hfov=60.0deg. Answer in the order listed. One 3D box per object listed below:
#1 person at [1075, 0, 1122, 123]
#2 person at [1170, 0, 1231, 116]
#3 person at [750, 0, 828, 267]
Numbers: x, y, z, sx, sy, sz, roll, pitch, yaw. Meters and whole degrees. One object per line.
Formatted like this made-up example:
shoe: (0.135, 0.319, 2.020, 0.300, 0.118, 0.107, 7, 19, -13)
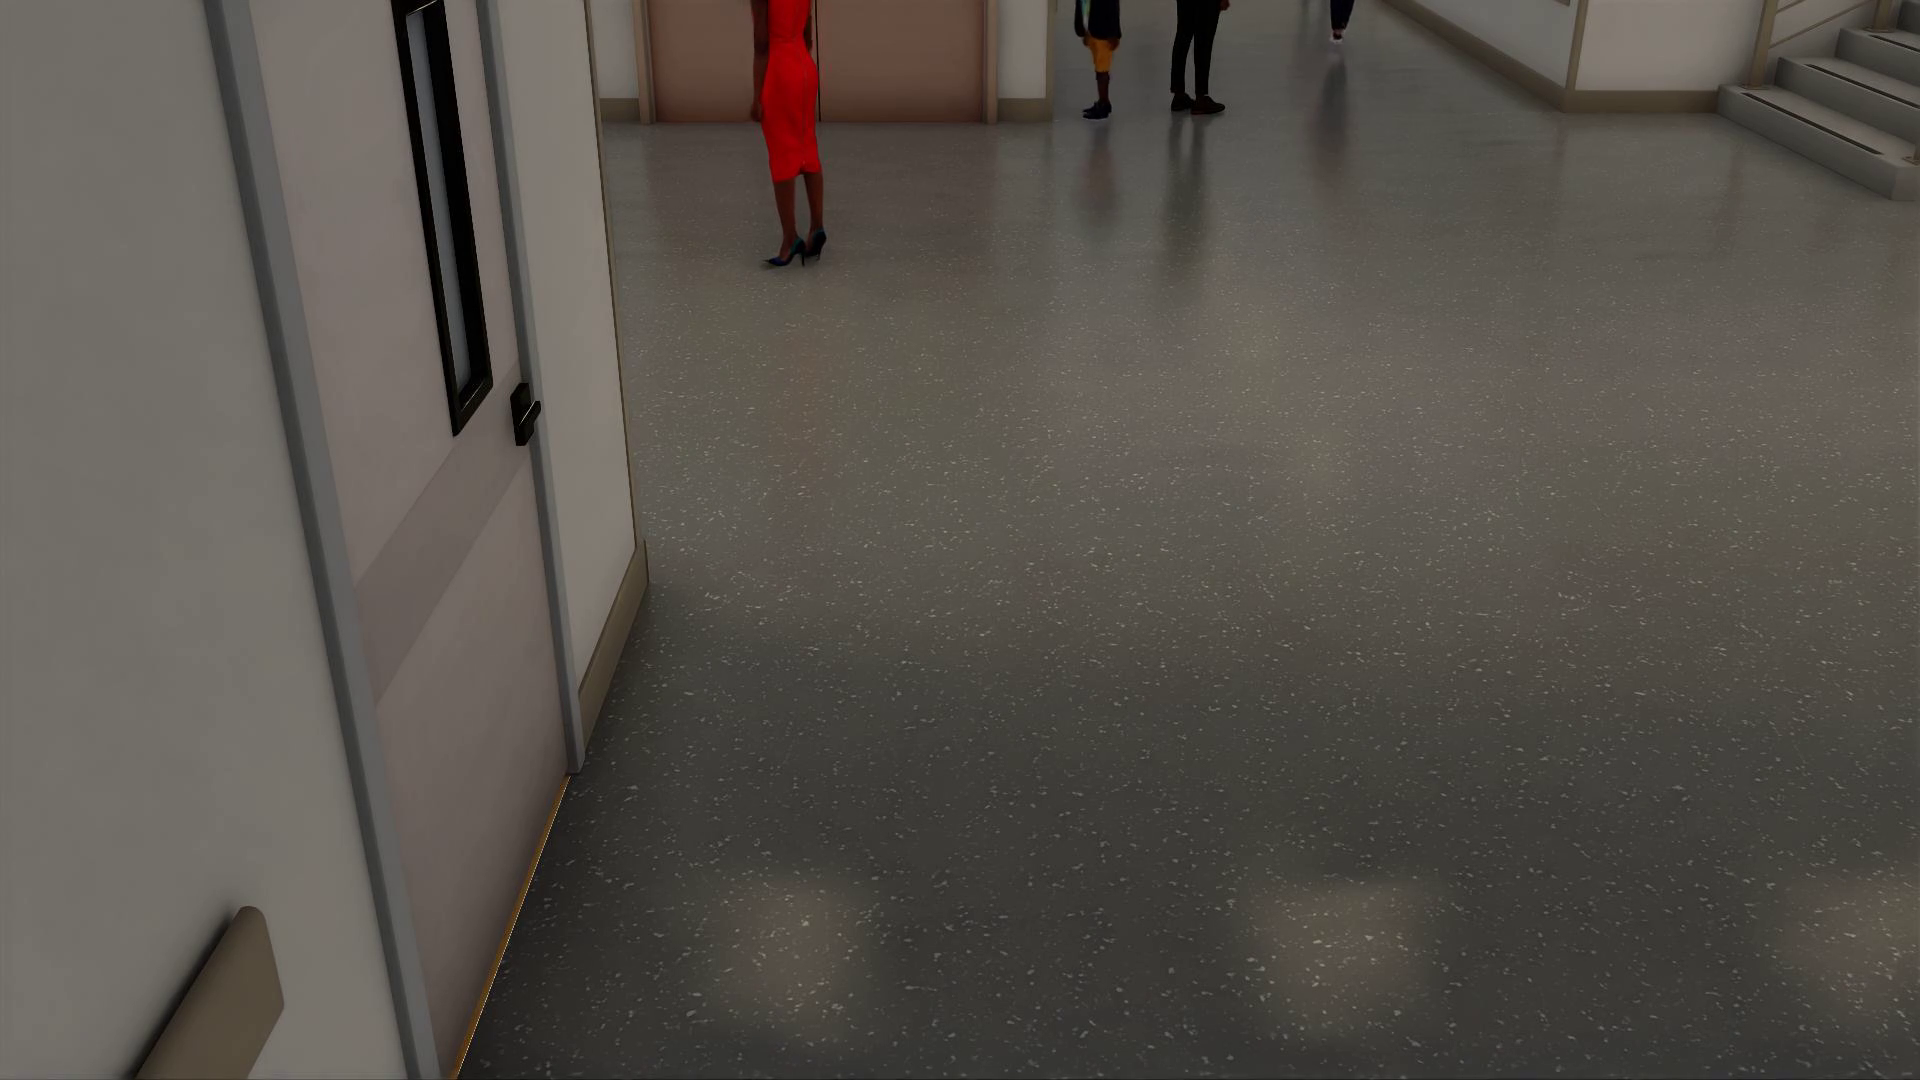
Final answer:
person: (1.033, -3.633, 11.801, 0.691, 1.261, 0.640, -13, 28, -24)
person: (1.705, -3.998, 11.925, 0.761, 1.810, 0.707, -22, 34, -38)
person: (-0.868, -2.261, 8.401, 0.683, 1.743, 0.647, 19, 31, 34)
